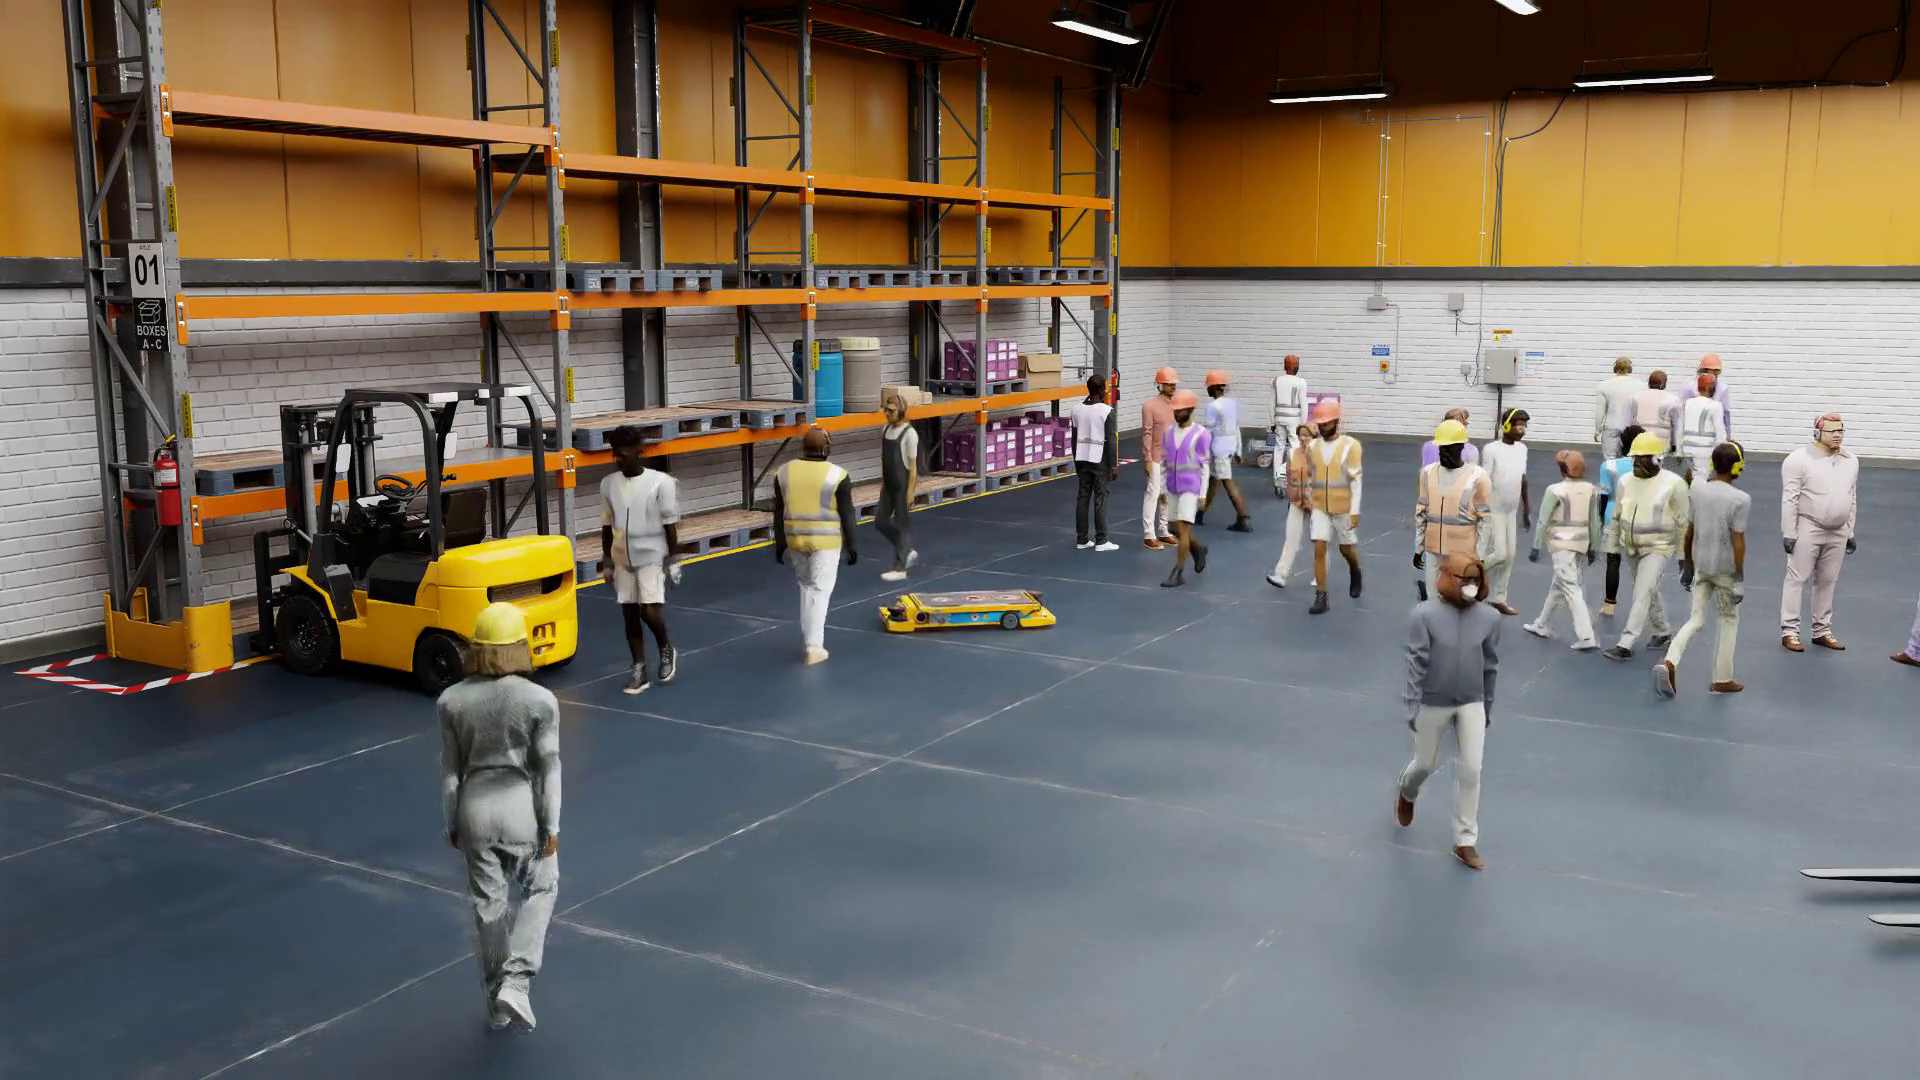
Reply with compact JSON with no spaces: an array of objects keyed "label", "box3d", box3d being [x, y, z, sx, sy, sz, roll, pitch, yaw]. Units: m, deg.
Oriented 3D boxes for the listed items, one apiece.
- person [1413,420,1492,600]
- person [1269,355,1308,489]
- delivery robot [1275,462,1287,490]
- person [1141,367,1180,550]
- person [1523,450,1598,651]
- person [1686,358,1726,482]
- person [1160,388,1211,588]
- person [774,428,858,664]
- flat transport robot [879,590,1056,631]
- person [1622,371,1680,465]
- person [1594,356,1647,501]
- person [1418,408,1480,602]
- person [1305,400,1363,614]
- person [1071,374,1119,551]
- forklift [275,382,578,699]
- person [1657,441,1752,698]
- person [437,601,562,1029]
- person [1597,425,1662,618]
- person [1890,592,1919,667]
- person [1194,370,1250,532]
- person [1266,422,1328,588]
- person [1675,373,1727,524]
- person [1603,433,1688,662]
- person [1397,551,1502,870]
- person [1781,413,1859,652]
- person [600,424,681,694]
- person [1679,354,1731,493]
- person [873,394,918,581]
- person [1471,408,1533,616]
[{"label":"person","box3d":[3.664,0.058,12.471,0.382,1.924,0.594,-9,13,-43]},{"label":"person","box3d":[4.572,-1.627,23.120,0.585,1.880,0.337,8,12,42]},{"label":"delivery robot","box3d":[4.455,-0.887,22.346,0.477,0.478,0.707,4,10,21]},{"label":"person","box3d":[2.236,-0.898,18.221,0.611,1.996,0.378,-8,12,-41]},{"label":"person","box3d":[4.887,0.073,13.414,0.525,1.598,0.865,-5,10,-27]},{"label":"person","box3d":[10.573,-1.688,23.688,0.593,1.832,0.419,2,9,11]},{"label":"person","box3d":[2.204,-0.520,16.120,0.551,1.916,0.747,9,13,43]},{"label":"person","box3d":[-1.086,0.028,13.000,0.652,1.815,0.715,3,10,19]},{"label":"flat transport robot","box3d":[0.053,0.597,14.256,1.431,0.197,0.652,-2,9,-10]},{"label":"person","box3d":[8.667,-1.207,20.771,0.969,1.790,0.632,-9,13,-44]},{"label":"person","box3d":[8.605,-1.426,21.696,0.634,1.936,0.351,2,9,14]},{"label":"person","box3d":[4.310,-0.269,14.867,0.684,1.823,0.573,-7,11,-37]},{"label":"person","box3d":[3.362,-0.317,14.900,0.555,1.905,0.831,6,11,32]},{"label":"person","box3d":[1.459,-0.838,18.090,0.593,1.919,0.392,8,12,41]},{"label":"forklift","box3d":[-3.974,-0.067,12.417,2.313,2.155,1.214,5,11,30]},{"label":"person","box3d":[5.294,0.215,11.756,0.796,1.845,0.527,-6,11,-32]},{"label":"person","box3d":[-1.810,1.108,6.541,0.486,1.731,0.459,0,9,1]},{"label":"person","box3d":[5.830,-0.155,14.512,0.541,1.695,0.316,2,9,12]},{"label":"person","box3d":[7.537,0.111,12.395,0.636,1.856,0.985,-2,9,-13]},{"label":"person","box3d":[3.045,-1.051,19.568,1.037,1.874,0.553,8,12,40]},{"label":"person","box3d":[3.260,-0.315,15.790,0.527,1.594,0.861,8,12,40]},{"label":"person","box3d":[8.571,-0.985,19.185,0.540,1.866,0.595,-3,9,-17]},{"label":"person","box3d":[5.368,0.044,13.036,0.966,1.776,0.601,-6,11,-31]},{"label":"person","box3d":[2.525,0.831,8.625,0.506,1.608,0.694,0,9,-2]},{"label":"person","box3d":[6.873,-0.061,13.278,0.642,1.909,0.410,-2,9,-10]},{"label":"person","box3d":[-2.292,0.137,11.919,0.631,1.941,0.450,3,10,17]},{"label":"person","box3d":[9.509,-1.373,21.217,0.616,1.988,1.038,-2,9,-11]},{"label":"person","box3d":[-0.618,-0.512,16.302,0.416,1.835,0.534,-7,12,-39]},{"label":"person","box3d":[4.763,-0.257,14.692,0.569,1.846,0.496,-5,11,-31]}]
